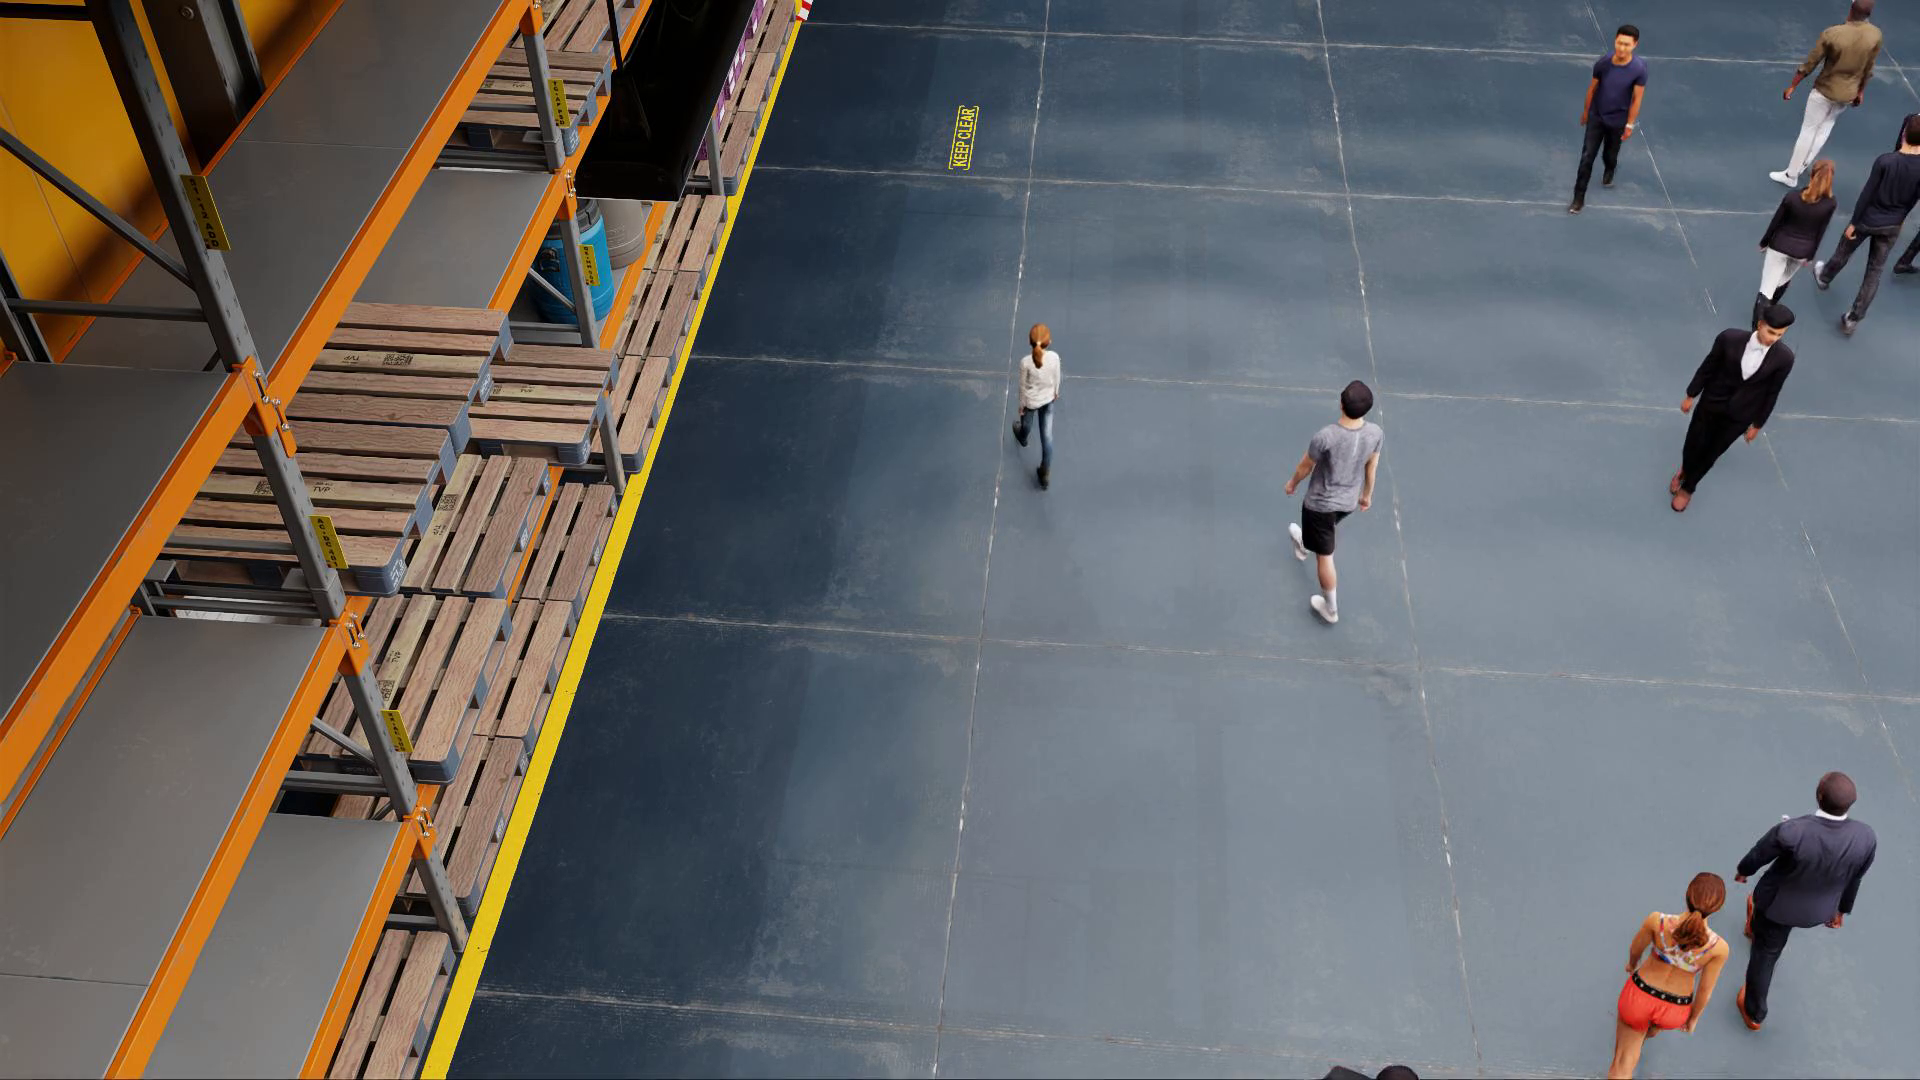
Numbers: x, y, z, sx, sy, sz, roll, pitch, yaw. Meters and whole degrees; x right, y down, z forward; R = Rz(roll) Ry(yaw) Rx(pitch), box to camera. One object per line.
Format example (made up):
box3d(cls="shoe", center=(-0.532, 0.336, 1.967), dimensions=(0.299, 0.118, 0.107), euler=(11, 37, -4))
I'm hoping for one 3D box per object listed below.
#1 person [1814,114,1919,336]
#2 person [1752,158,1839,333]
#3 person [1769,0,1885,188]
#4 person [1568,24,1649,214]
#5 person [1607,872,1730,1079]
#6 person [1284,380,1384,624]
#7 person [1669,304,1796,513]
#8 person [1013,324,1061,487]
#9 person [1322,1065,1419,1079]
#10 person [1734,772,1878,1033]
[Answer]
box3d(cls="person", center=(7.504, -2.513, 13.559), dimensions=(0.718, 1.828, 1.146), euler=(8, 44, 8))
box3d(cls="person", center=(6.659, -2.255, 13.383), dimensions=(0.750, 1.696, 1.143), euler=(12, 45, 12))
box3d(cls="person", center=(7.994, -4.049, 15.180), dimensions=(0.827, 1.814, 0.678), euler=(-3, 44, -3))
box3d(cls="person", center=(5.871, -3.822, 14.970), dimensions=(0.936, 1.776, 1.091), euler=(26, 49, 25))
box3d(cls="person", center=(3.516, 2.415, 8.442), dimensions=(0.811, 1.751, 1.123), euler=(19, 47, 18))
box3d(cls="person", center=(2.532, -0.207, 11.131), dimensions=(0.956, 1.837, 1.233), euler=(-12, 45, -12))
box3d(cls="person", center=(5.537, -0.998, 11.944), dimensions=(0.865, 1.860, 0.862), euler=(24, 49, 23))
box3d(cls="person", center=(0.601, -0.978, 12.340), dimensions=(0.669, 1.287, 0.957), euler=(-10, 44, -10))
box3d(cls="person", center=(1.829, 2.868, 7.883), dimensions=(0.951, 1.865, 0.877), euler=(32, 52, 29))
box3d(cls="person", center=(4.453, 1.992, 8.857), dimensions=(0.734, 1.790, 1.107), euler=(7, 44, 7))
